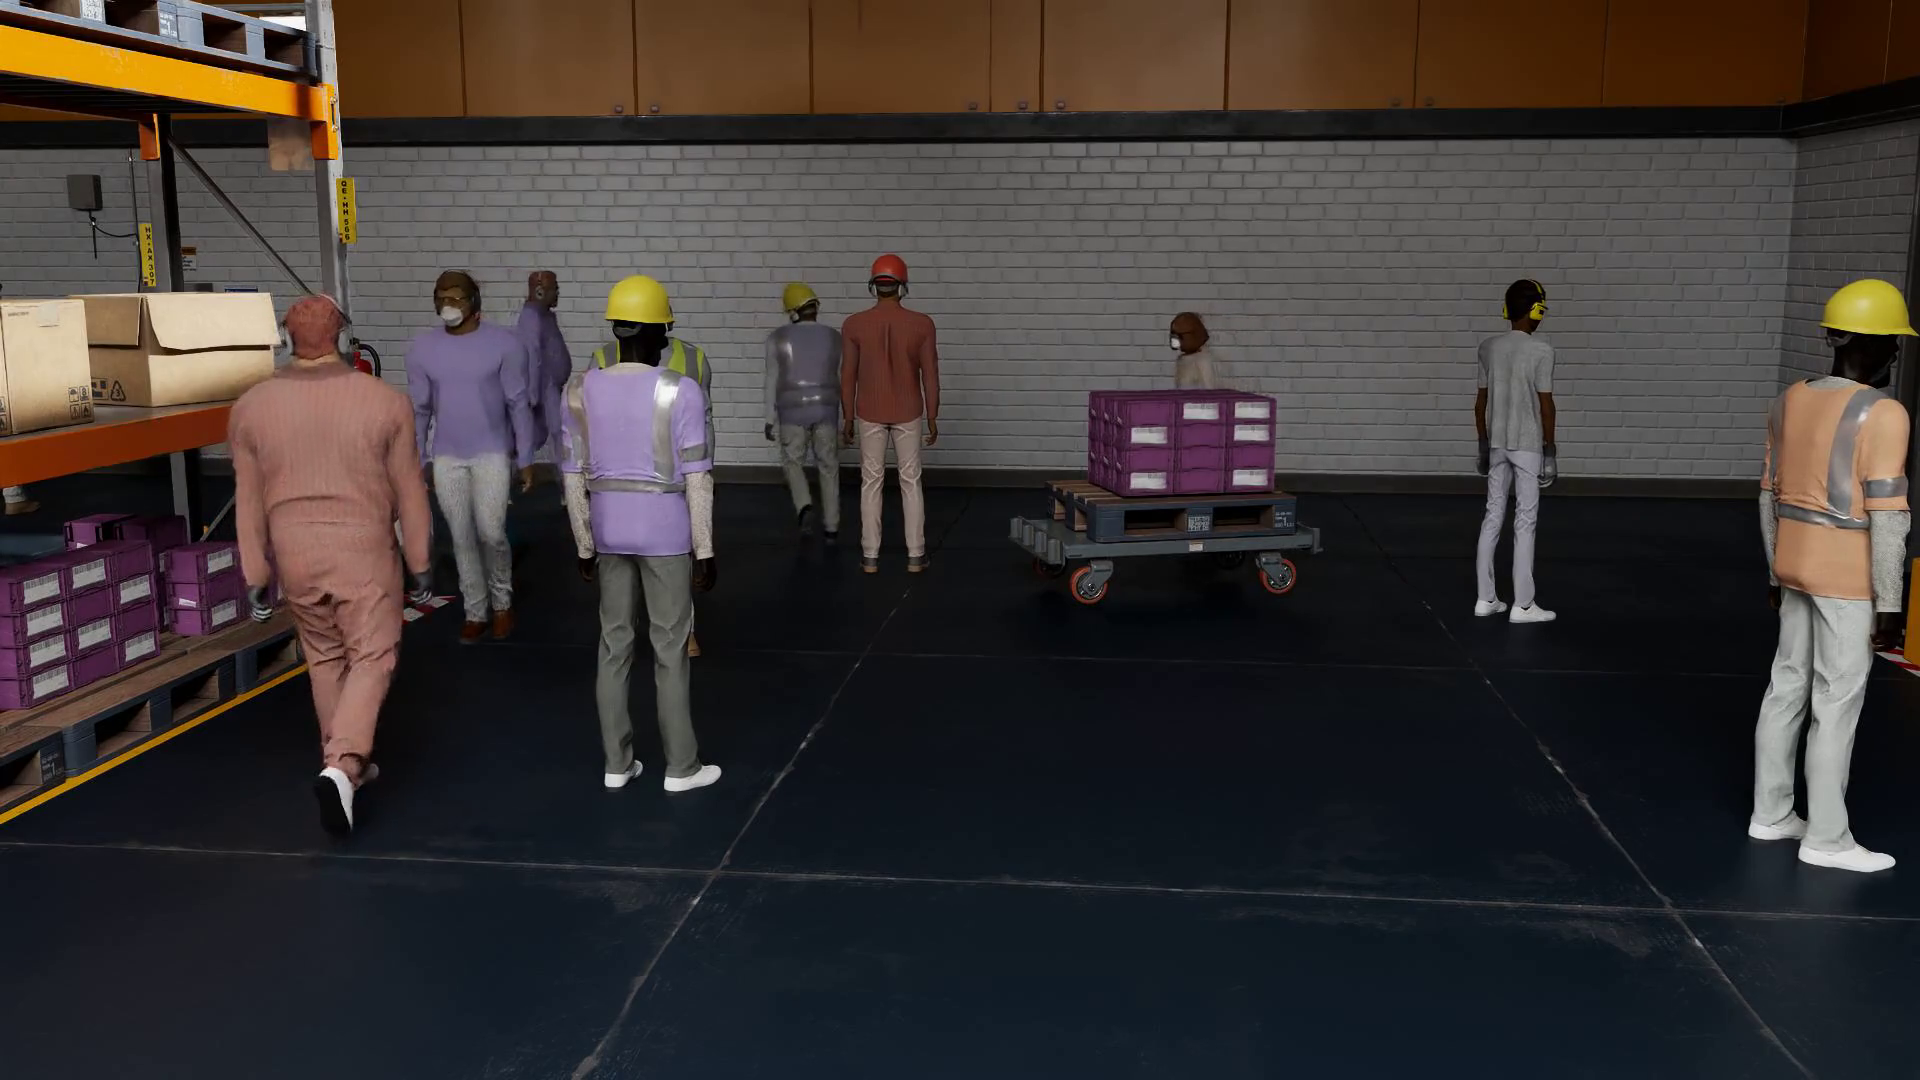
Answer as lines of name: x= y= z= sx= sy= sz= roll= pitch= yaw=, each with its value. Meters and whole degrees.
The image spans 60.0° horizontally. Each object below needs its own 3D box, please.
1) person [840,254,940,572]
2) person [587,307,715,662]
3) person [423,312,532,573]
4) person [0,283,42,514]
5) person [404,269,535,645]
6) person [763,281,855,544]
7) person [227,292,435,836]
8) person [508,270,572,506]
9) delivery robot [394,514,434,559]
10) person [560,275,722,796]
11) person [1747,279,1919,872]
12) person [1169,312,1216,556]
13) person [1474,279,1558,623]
person: x=-0.437 y=-0.788 z=10.458 sx=0.622 sy=1.990 sz=0.397 roll=0 pitch=10 yaw=-1
person: x=-1.512 y=-0.316 z=8.198 sx=0.633 sy=1.840 sz=0.429 roll=-3 pitch=10 yaw=-18
person: x=-2.999 y=-0.678 z=10.391 sx=0.870 sy=1.804 sz=0.642 roll=7 pitch=12 yaw=37
person: x=-7.424 y=-1.112 z=12.754 sx=0.631 sy=1.840 sz=0.428 roll=2 pitch=10 yaw=11
person: x=-2.500 y=-0.403 z=8.459 sx=0.654 sy=1.920 sz=0.449 roll=1 pitch=10 yaw=4
person: x=-1.009 y=-0.843 z=11.286 sx=0.641 sy=1.815 sz=0.562 roll=-3 pitch=10 yaw=-16
person: x=-2.210 y=0.071 z=5.872 sx=0.647 sy=1.881 sz=0.863 roll=0 pitch=10 yaw=-1
person: x=-3.320 y=-1.178 z=13.040 sx=0.916 sy=1.875 sz=0.641 roll=-2 pitch=10 yaw=-12
delivery robot: x=-3.474 y=-0.030 z=9.967 sx=0.477 sy=0.478 sz=0.707 roll=3 pitch=10 yaw=15
person: x=-1.174 y=-0.008 z=6.175 sx=0.585 sy=1.929 sz=0.371 roll=3 pitch=10 yaw=16
person: x=2.877 y=0.118 z=5.462 sx=0.368 sy=1.925 sz=0.594 roll=-2 pitch=10 yaw=-11
person: x=1.513 y=-0.694 z=10.992 sx=0.518 sy=1.613 sz=0.539 roll=-1 pitch=10 yaw=-8
person: x=3.042 y=-0.479 z=9.068 sx=0.329 sy=1.864 sz=0.508 roll=-7 pitch=12 yaw=-36
